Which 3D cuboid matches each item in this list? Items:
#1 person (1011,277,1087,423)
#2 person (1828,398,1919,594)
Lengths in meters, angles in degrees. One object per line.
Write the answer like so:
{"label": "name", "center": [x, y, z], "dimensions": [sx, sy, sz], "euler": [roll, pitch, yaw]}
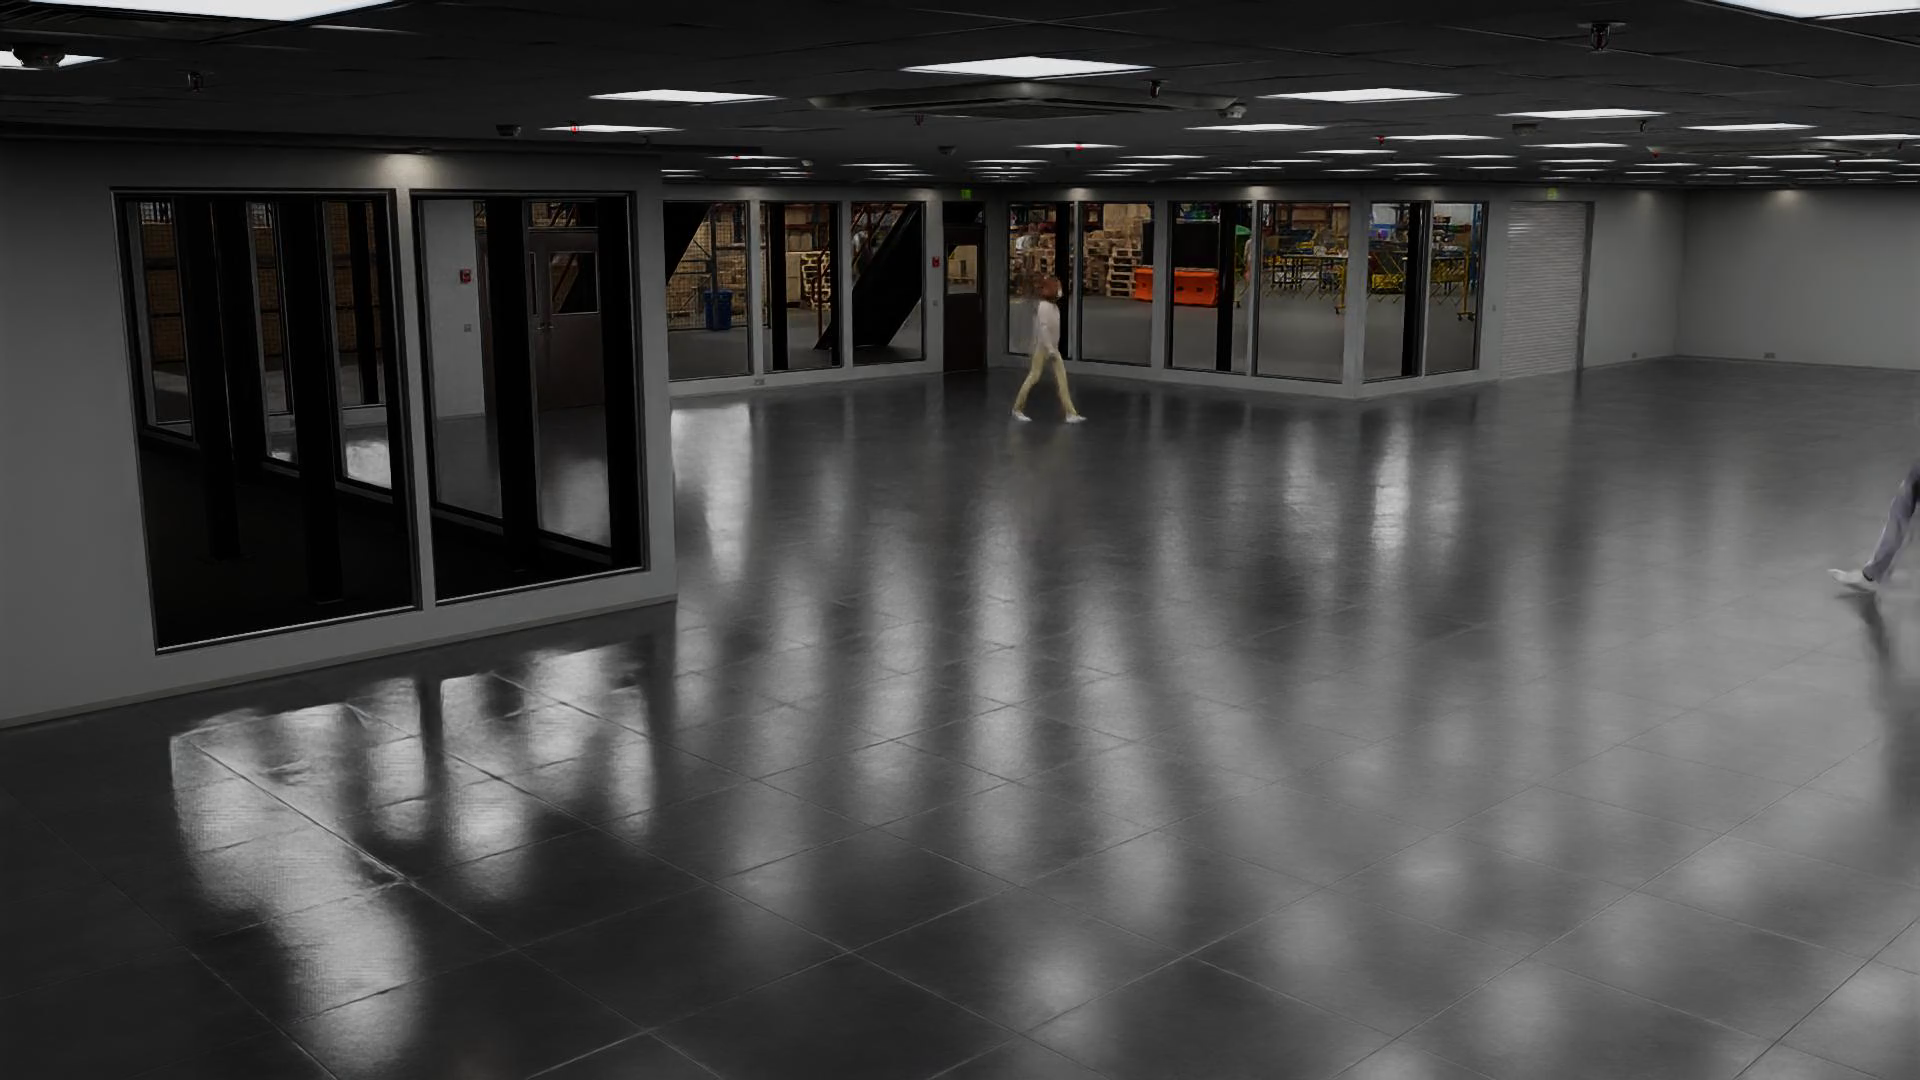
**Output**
{"label": "person", "center": [0.943, -2.064, 18.113], "dimensions": [0.870, 1.594, 0.497], "euler": [6, 13, 28]}
{"label": "person", "center": [5.722, -0.540, 9.871], "dimensions": [0.542, 1.825, 0.919], "euler": [-8, 14, -35]}
